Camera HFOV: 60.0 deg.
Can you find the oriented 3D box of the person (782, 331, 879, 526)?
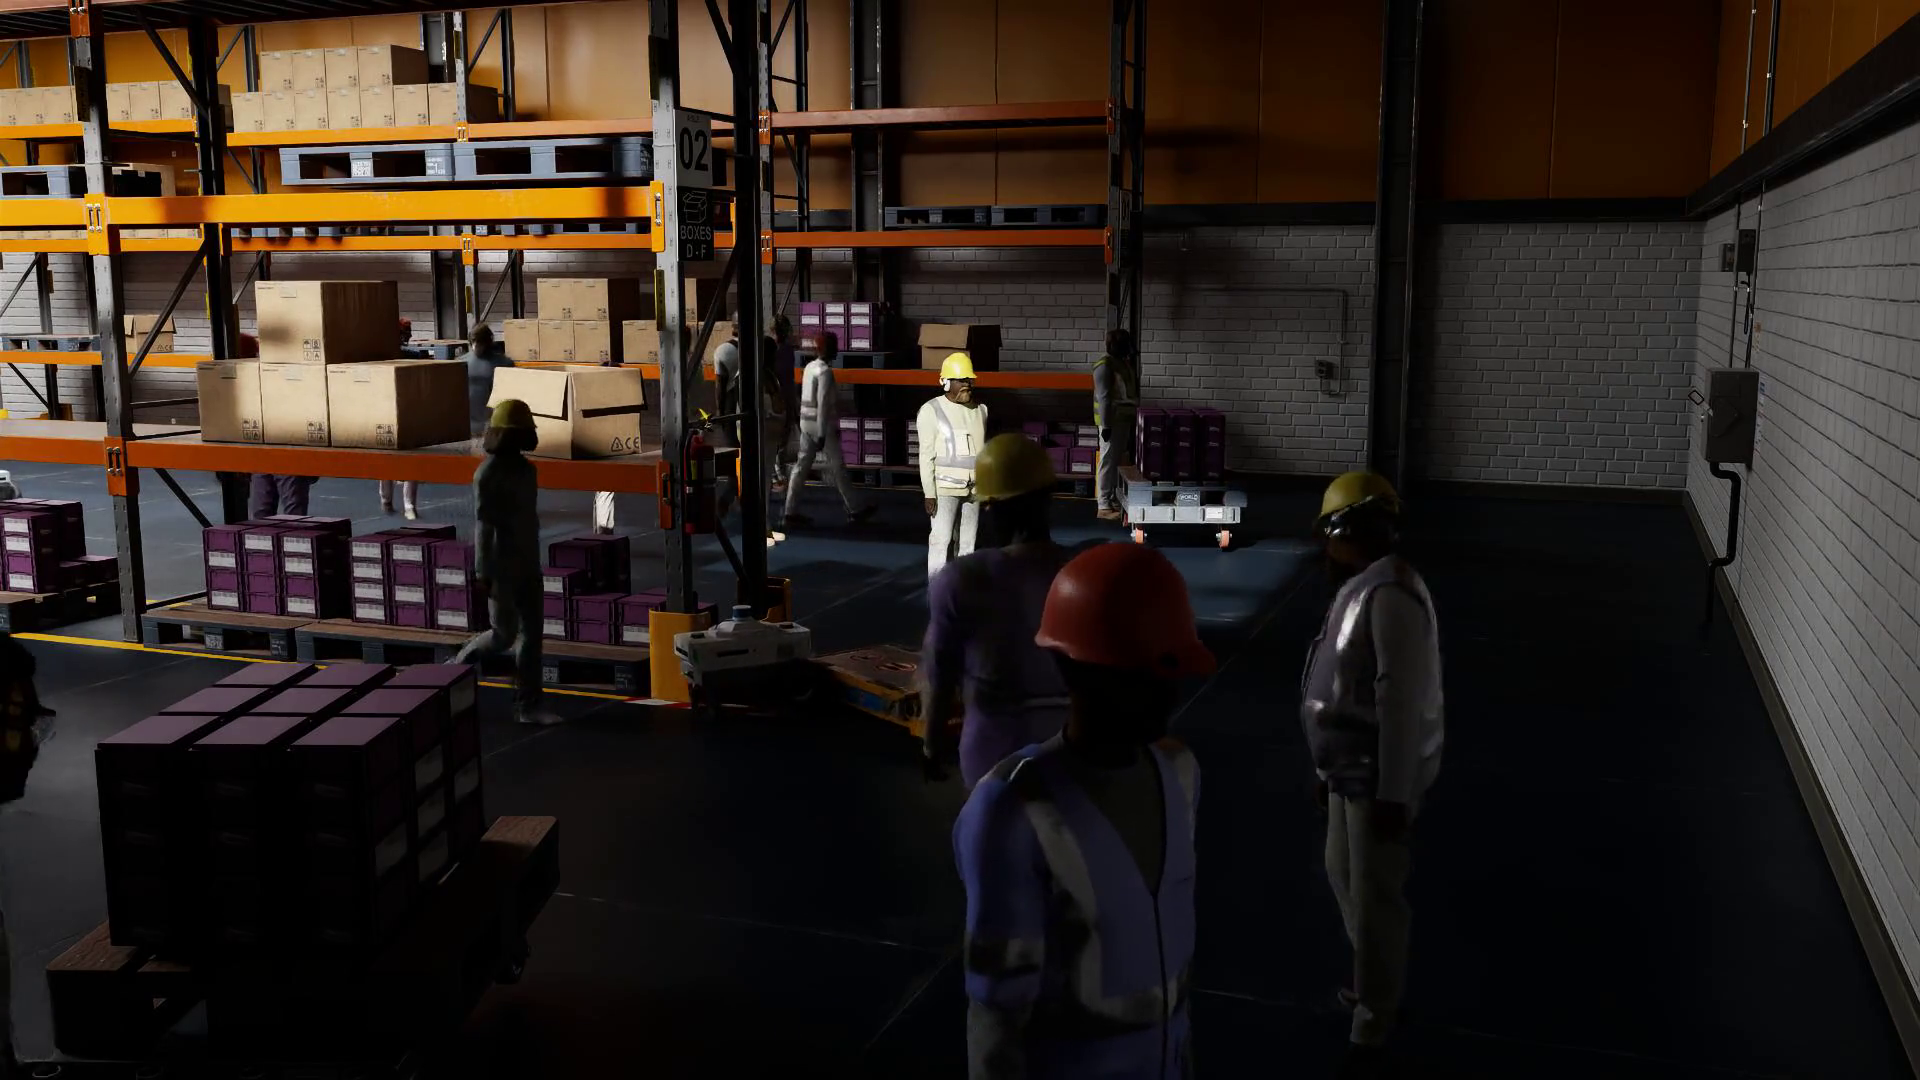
[{"bbox_3d":[-1.271,-1.047,15.706,0.961,1.825,0.566,-5,10,-28],"label":"person"}]

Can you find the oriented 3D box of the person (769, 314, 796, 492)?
[{"bbox_3d":[-1.968,-1.496,18.171,0.362,1.939,0.636,3,10,19],"label":"person"}]

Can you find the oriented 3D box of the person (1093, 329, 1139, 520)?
[{"bbox_3d":[1.519,-1.125,16.154,0.429,1.840,0.634,4,10,23],"label":"person"}]

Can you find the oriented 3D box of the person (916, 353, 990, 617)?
[{"bbox_3d":[-0.015,-0.360,11.373,0.591,1.833,0.403,-8,12,-41],"label":"person"}]

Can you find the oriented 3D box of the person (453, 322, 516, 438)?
[{"bbox_3d":[-4.609,-1.171,16.235,0.636,1.912,0.844,0,9,1],"label":"person"}]

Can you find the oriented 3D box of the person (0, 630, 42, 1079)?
[{"bbox_3d":[-1.575,1.052,2.541,0.534,1.822,0.559,-2,9,-14],"label":"person"}]

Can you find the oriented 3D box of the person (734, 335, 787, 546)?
[{"bbox_3d":[-1.733,-0.873,14.586,0.429,1.838,0.621,2,9,12],"label":"person"}]

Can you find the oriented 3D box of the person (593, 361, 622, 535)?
[{"bbox_3d":[-2.987,-0.699,14.109,0.311,1.636,0.523,-3,9,-18],"label":"person"}]

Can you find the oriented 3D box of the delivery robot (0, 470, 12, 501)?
[{"bbox_3d":[-9.788,-0.591,16.523,0.707,0.478,0.477,5,10,26],"label":"delivery robot"}]

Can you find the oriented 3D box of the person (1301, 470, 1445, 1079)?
[{"bbox_3d":[1.208,0.696,4.942,0.406,1.779,0.663,0,9,0],"label":"person"}]

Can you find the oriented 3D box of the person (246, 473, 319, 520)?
[{"bbox_3d":[-5.180,-0.606,12.685,0.645,1.907,0.400,2,9,11],"label":"person"}]

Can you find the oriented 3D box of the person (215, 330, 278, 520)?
[{"bbox_3d":[-5.470,-0.638,12.792,0.552,1.935,0.373,0,9,1],"label":"person"}]

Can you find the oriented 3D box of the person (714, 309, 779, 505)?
[{"bbox_3d":[-2.229,-1.390,17.188,0.688,2.000,0.536,-4,10,-24],"label":"person"}]

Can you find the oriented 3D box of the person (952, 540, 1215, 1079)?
[{"bbox_3d":[0.241,0.954,2.792,0.376,1.935,0.552,8,12,43],"label":"person"}]

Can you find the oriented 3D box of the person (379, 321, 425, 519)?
[{"bbox_3d":[-5.520,-1.211,16.362,0.641,1.947,0.988,-3,10,-19],"label":"person"}]

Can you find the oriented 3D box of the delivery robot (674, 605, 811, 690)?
[{"bbox_3d":[-1.184,0.598,9.057,0.707,0.478,0.477,-5,10,-28],"label":"delivery robot"}]

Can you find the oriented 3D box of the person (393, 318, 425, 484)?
[{"bbox_3d":[-6.303,-1.571,18.810,0.356,1.886,0.574,-4,10,-26],"label":"person"}]

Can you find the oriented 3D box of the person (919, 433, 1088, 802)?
[{"bbox_3d":[0.173,0.630,4.930,0.591,1.911,0.520,-3,10,-20],"label":"person"}]

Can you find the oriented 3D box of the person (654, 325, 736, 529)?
[{"bbox_3d":[-2.495,-1.047,15.402,0.651,1.927,0.643,1,9,4],"label":"person"}]

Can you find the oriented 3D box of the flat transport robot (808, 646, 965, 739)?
[{"bbox_3d":[-0.296,0.793,9.016,0.652,0.197,1.431,-7,11,-36],"label":"flat transport robot"}]

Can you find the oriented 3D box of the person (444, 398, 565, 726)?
[{"bbox_3d":[-2.408,0.116,8.682,0.610,1.725,0.500,3,10,20],"label":"person"}]
